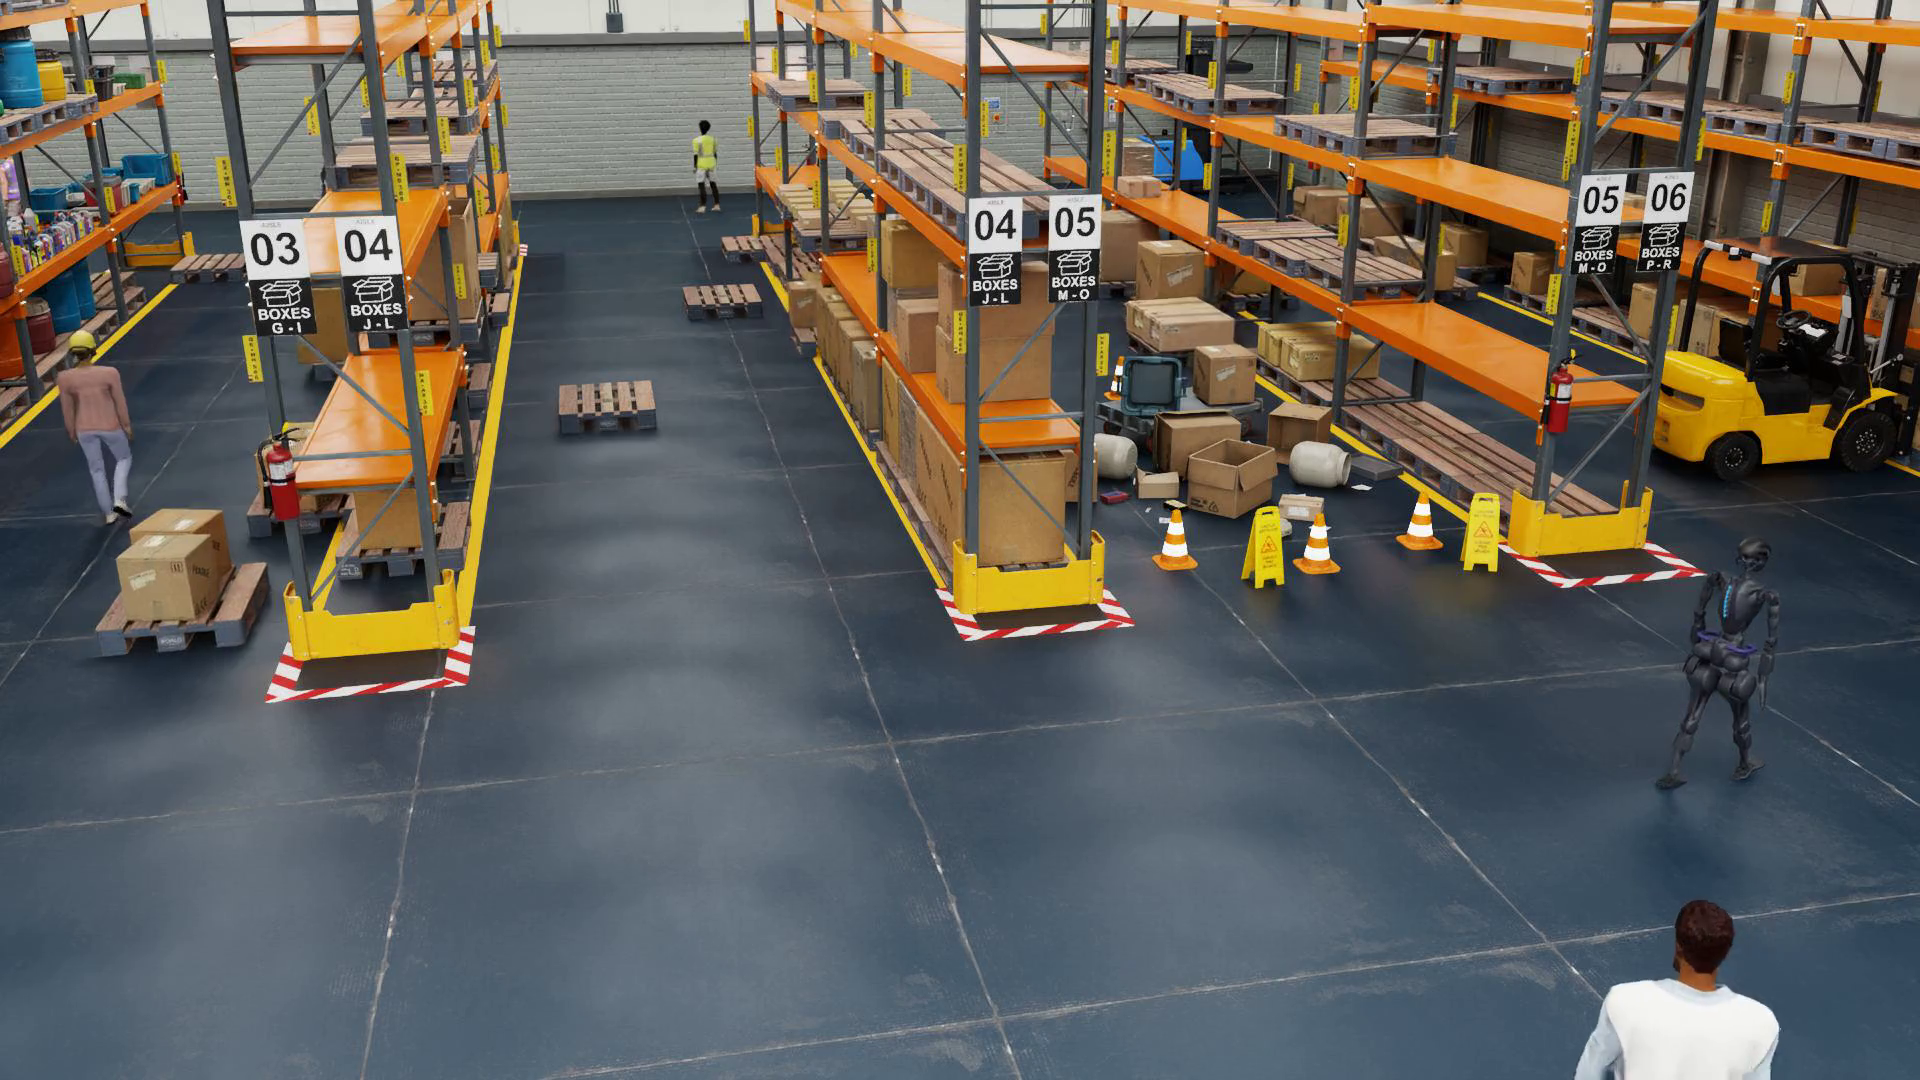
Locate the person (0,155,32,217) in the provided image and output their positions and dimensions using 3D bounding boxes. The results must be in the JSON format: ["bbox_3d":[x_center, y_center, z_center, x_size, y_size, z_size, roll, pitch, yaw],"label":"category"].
[{"bbox_3d":[-15.363,-5.559,27.137,0.350,1.688,0.489,11,23,27],"label":"person"}]

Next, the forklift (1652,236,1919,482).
[{"bbox_3d":[8.013,-1.814,16.330,2.313,2.155,1.214,-4,21,-12],"label":"forklift"}]

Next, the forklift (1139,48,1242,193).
[{"bbox_3d":[4.566,-8.313,32.860,1.873,2.768,1.129,-4,21,-12],"label":"forklift"}]

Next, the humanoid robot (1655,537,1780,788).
[{"bbox_3d":[4.717,0.749,10.226,0.770,1.626,0.589,-12,24,-30],"label":"humanoid robot"}]

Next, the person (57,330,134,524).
[{"bbox_3d":[-7.628,-0.998,14.745,0.549,1.751,0.375,-5,21,-13],"label":"person"}]

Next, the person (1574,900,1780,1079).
[{"bbox_3d":[2.568,2.139,6.147,0.600,1.873,0.966,1,20,3],"label":"person"}]

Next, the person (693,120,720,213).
[{"bbox_3d":[-4.699,-6.902,30.745,0.542,1.694,0.319,-18,27,-40],"label":"person"}]

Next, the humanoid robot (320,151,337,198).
[{"bbox_3d":[-10.249,-5.600,27.330,0.794,1.621,0.600,7,21,17],"label":"humanoid robot"}]
